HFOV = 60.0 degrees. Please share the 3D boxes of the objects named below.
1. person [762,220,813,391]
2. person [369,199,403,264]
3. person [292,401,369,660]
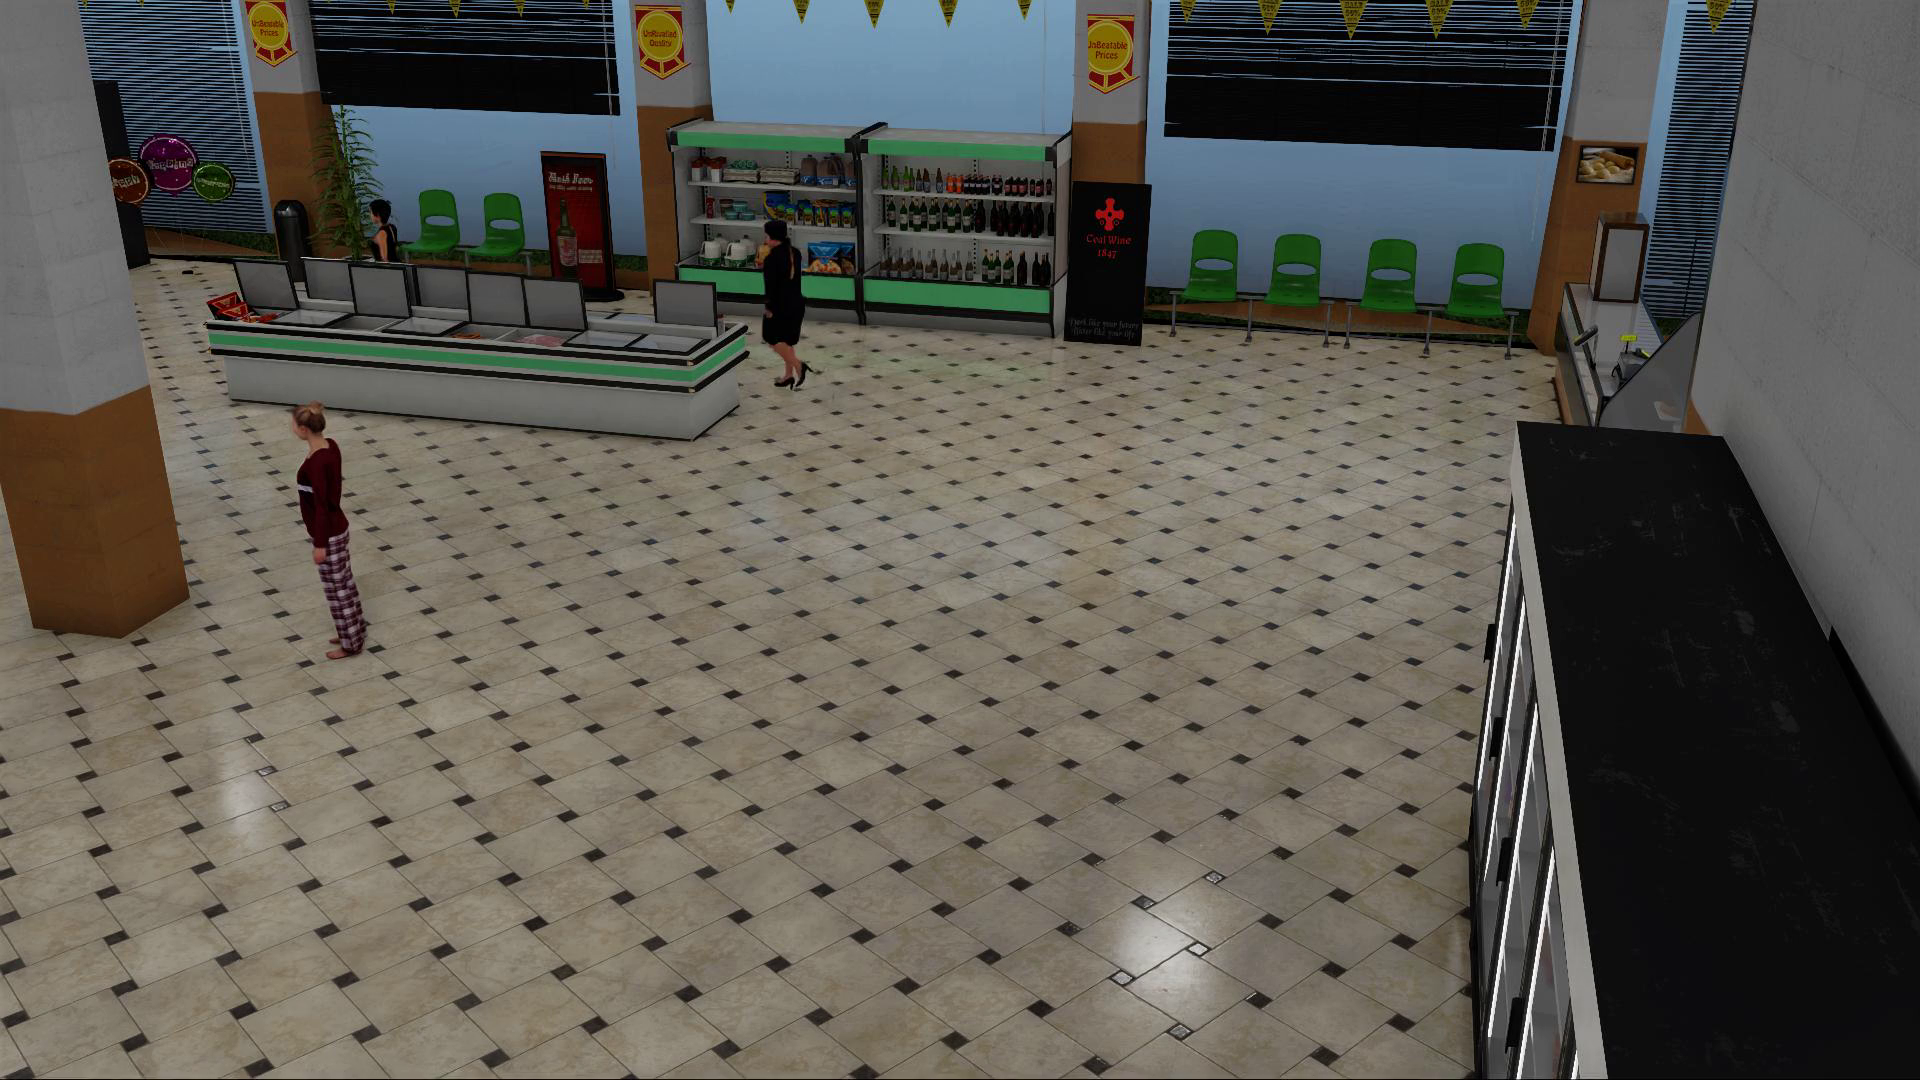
[{"bbox_3d":[-1.632,-2.207,15.931,0.837,1.656,0.812,13,25,30],"label":"person"},{"bbox_3d":[-5.863,-2.752,17.377,0.613,1.590,0.624,3,22,6],"label":"person"},{"bbox_3d":[-4.005,-0.072,10.553,0.655,1.705,0.683,-4,22,-10],"label":"person"}]
